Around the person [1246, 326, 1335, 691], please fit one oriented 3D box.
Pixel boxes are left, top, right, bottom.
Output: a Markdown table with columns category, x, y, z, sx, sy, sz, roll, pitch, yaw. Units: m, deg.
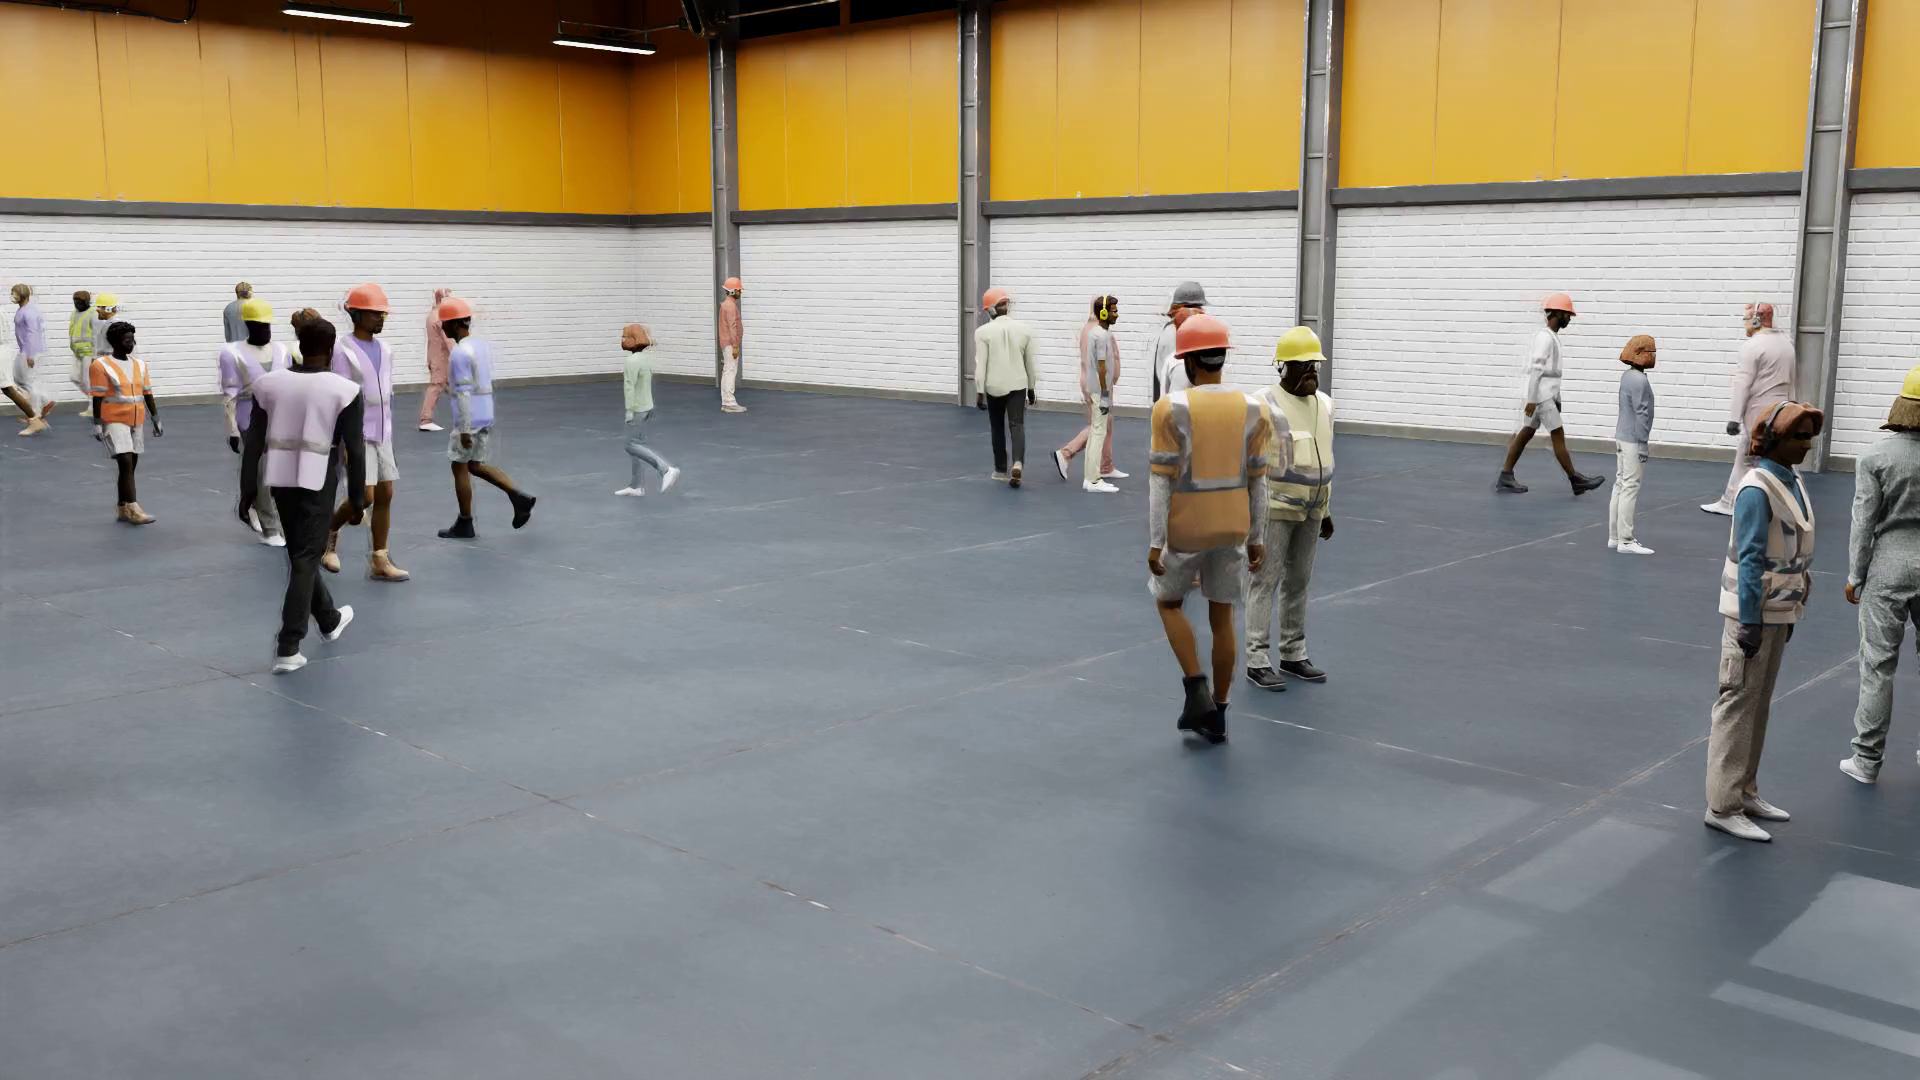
| category | x | y | z | sx | sy | sz | roll | pitch | yaw |
| --- | --- | --- | --- | --- | --- | --- | --- | --- | --- |
| person | 1.685 | -0.163 | 8.446 | 0.591 | 1.834 | 0.404 | -6 | 11 | -33 |

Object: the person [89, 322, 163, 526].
| category | x | y | z | sx | sy | sz | roll | pitch | yaw |
| --- | --- | --- | --- | --- | --- | --- | --- | --- | --- |
| person | -6.820 | -0.959 | 13.757 | 0.643 | 1.677 | 0.554 | 3 | 10 | 20 |

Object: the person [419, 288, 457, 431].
| category | x | y | z | sx | sy | sz | roll | pitch | yaw |
| --- | --- | --- | --- | --- | --- | --- | --- | --- | --- |
| person | -6.677 | -2.362 | 21.832 | 0.987 | 1.853 | 0.677 | -5 | 10 | -27 |

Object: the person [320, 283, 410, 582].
| category | x | y | z | sx | sy | sz | roll | pitch | yaw |
| --- | --- | --- | --- | --- | --- | --- | --- | --- | --- |
| person | -4.061 | -0.714 | 11.233 | 0.587 | 2.028 | 0.633 | 4 | 10 | 21 |

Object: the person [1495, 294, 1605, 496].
| category | x | y | z | sx | sy | sz | roll | pitch | yaw |
| --- | --- | --- | --- | --- | --- | --- | --- | --- | --- |
| person | 5.556 | -1.353 | 15.602 | 1.009 | 1.875 | 0.564 | 4 | 10 | 23 |

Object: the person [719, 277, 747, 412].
| category | x | y | z | sx | sy | sz | roll | pitch | yaw |
| --- | --- | --- | --- | --- | --- | --- | --- | --- | --- |
| person | -3.382 | -2.902 | 24.743 | 0.397 | 1.992 | 0.621 | -3 | 10 | -17 |

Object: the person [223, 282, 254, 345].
| category | x | y | z | sx | sy | sz | roll | pitch | yaw |
| --- | --- | --- | --- | --- | --- | --- | --- | --- | --- |
| person | -10.223 | -2.715 | 23.783 | 0.629 | 1.936 | 0.372 | 4 | 10 | 24 |

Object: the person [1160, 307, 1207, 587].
| category | x | y | z | sx | sy | sz | roll | pitch | yaw |
| --- | --- | --- | --- | --- | --- | --- | --- | --- | --- |
| person | 1.516 | -0.603 | 11.052 | 0.431 | 1.867 | 0.580 | 0 | 9 | 1 |

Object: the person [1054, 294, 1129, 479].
| category | x | y | z | sx | sy | sz | roll | pitch | yaw |
| --- | --- | --- | --- | --- | --- | --- | --- | --- | --- |
| person | 1.325 | -1.515 | 16.625 | 0.779 | 1.877 | 0.658 | -2 | 9 | -12 |

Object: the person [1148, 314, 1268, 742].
| category | x | y | z | sx | sy | sz | roll | pitch | yaw |
| --- | --- | --- | --- | --- | --- | --- | --- | --- | --- |
| person | 1.097 | -0.046 | 7.461 | 0.574 | 1.916 | 0.412 | -2 | 9 | -13 |

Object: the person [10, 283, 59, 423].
| category | x | y | z | sx | sy | sz | roll | pitch | yaw |
| --- | --- | --- | --- | --- | --- | --- | --- | --- | --- |
| person | -12.787 | -2.558 | 22.846 | 0.462 | 1.926 | 0.659 | -7 | 11 | -36 |

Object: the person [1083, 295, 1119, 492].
| category | x | y | z | sx | sy | sz | roll | pitch | yaw |
| --- | --- | --- | --- | --- | --- | --- | --- | --- | --- |
| person | 1.350 | -1.392 | 15.875 | 0.310 | 1.868 | 0.533 | -1 | 9 | -3 |

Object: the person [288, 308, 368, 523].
| category | x | y | z | sx | sy | sz | roll | pitch | yaw |
| --- | --- | --- | --- | --- | --- | --- | --- | --- | --- |
| person | -5.227 | -0.998 | 13.692 | 0.637 | 1.810 | 0.437 | -8 | 12 | -41 |

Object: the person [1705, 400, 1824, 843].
| category | x | y | z | sx | sy | sz | roll | pitch | yaw |
| --- | --- | --- | --- | --- | --- | --- | --- | --- | --- |
| person | 3.018 | 0.293 | 6.251 | 0.313 | 1.636 | 0.517 | 8 | 12 | 39 |

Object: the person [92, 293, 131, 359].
| category | x | y | z | sx | sy | sz | roll | pitch | yaw |
| --- | --- | --- | --- | --- | --- | --- | --- | --- | --- |
| person | -10.747 | -2.214 | 21.077 | 0.473 | 1.816 | 0.590 | -4 | 10 | -25 |

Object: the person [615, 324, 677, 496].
| category | x | y | z | sx | sy | sz | roll | pitch | yaw |
| --- | --- | --- | --- | --- | --- | --- | --- | --- | --- |
| person | -2.940 | -1.196 | 15.437 | 0.550 | 1.613 | 0.511 | 1 | 9 | 6 |

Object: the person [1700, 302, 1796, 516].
| category | x | y | z | sx | sy | sz | roll | pitch | yaw |
| --- | --- | --- | --- | --- | --- | --- | --- | --- | --- |
| person | 6.740 | -1.058 | 13.912 | 0.641 | 1.855 | 1.004 | -7 | 12 | -38 |

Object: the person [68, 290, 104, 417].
| category | x | y | z | sx | sy | sz | roll | pitch | yaw |
| --- | --- | --- | --- | --- | --- | --- | --- | --- | --- |
| person | -12.487 | -2.659 | 23.793 | 0.649 | 1.818 | 0.431 | 6 | 11 | 32 |

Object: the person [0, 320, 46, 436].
| category | x | y | z | sx | sy | sz | roll | pitch | yaw |
| --- | --- | --- | --- | --- | --- | --- | --- | --- | --- |
| person | -12.100 | -2.252 | 20.813 | 1.105 | 1.988 | 0.623 | -6 | 11 | -34 |

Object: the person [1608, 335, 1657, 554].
| category | x | y | z | sx | sy | sz | roll | pitch | yaw |
| --- | --- | --- | --- | --- | --- | --- | --- | --- | --- |
| person | 5.054 | -0.717 | 12.456 | 0.285 | 1.633 | 0.497 | 1 | 9 | 7 |

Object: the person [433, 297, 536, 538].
| category | x | y | z | sx | sy | sz | roll | pitch | yaw |
| --- | --- | --- | --- | --- | --- | --- | --- | --- | --- |
| person | -3.767 | -0.950 | 13.048 | 0.678 | 1.912 | 0.536 | 1 | 9 | 6 |

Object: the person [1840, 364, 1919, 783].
| category | x | y | z | sx | sy | sz | roll | pitch | yaw |
| --- | --- | --- | --- | --- | --- | --- | --- | --- | --- |
| person | 3.900 | 0.146 | 6.828 | 0.489 | 1.744 | 0.295 | 3 | 10 | 15 |

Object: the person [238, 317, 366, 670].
| category | x | y | z | sx | sy | sz | roll | pitch | yaw |
| --- | --- | --- | --- | --- | --- | --- | --- | --- | --- |
| person | -3.534 | -0.268 | 9.044 | 0.635 | 1.856 | 1.043 | 1 | 9 | 6 |

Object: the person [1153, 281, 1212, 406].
| category | x | y | z | sx | sy | sz | roll | pitch | yaw |
| --- | --- | --- | --- | --- | --- | --- | --- | --- | --- |
| person | 1.938 | -1.127 | 13.721 | 0.703 | 2.000 | 0.713 | 1 | 9 | 6 |

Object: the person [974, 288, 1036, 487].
| category | x | y | z | sx | sy | sz | roll | pitch | yaw |
| --- | --- | --- | --- | --- | --- | --- | --- | --- | --- |
| person | 0.467 | -1.494 | 16.302 | 0.646 | 1.934 | 0.950 | -2 | 9 | -13 |

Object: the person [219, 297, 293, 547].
| category | x | y | z | sx | sy | sz | roll | pitch | yaw |
| --- | --- | --- | --- | --- | --- | --- | --- | --- | --- |
| person | -5.398 | -0.907 | 12.789 | 0.638 | 1.911 | 0.592 | 7 | 11 | 36 |
